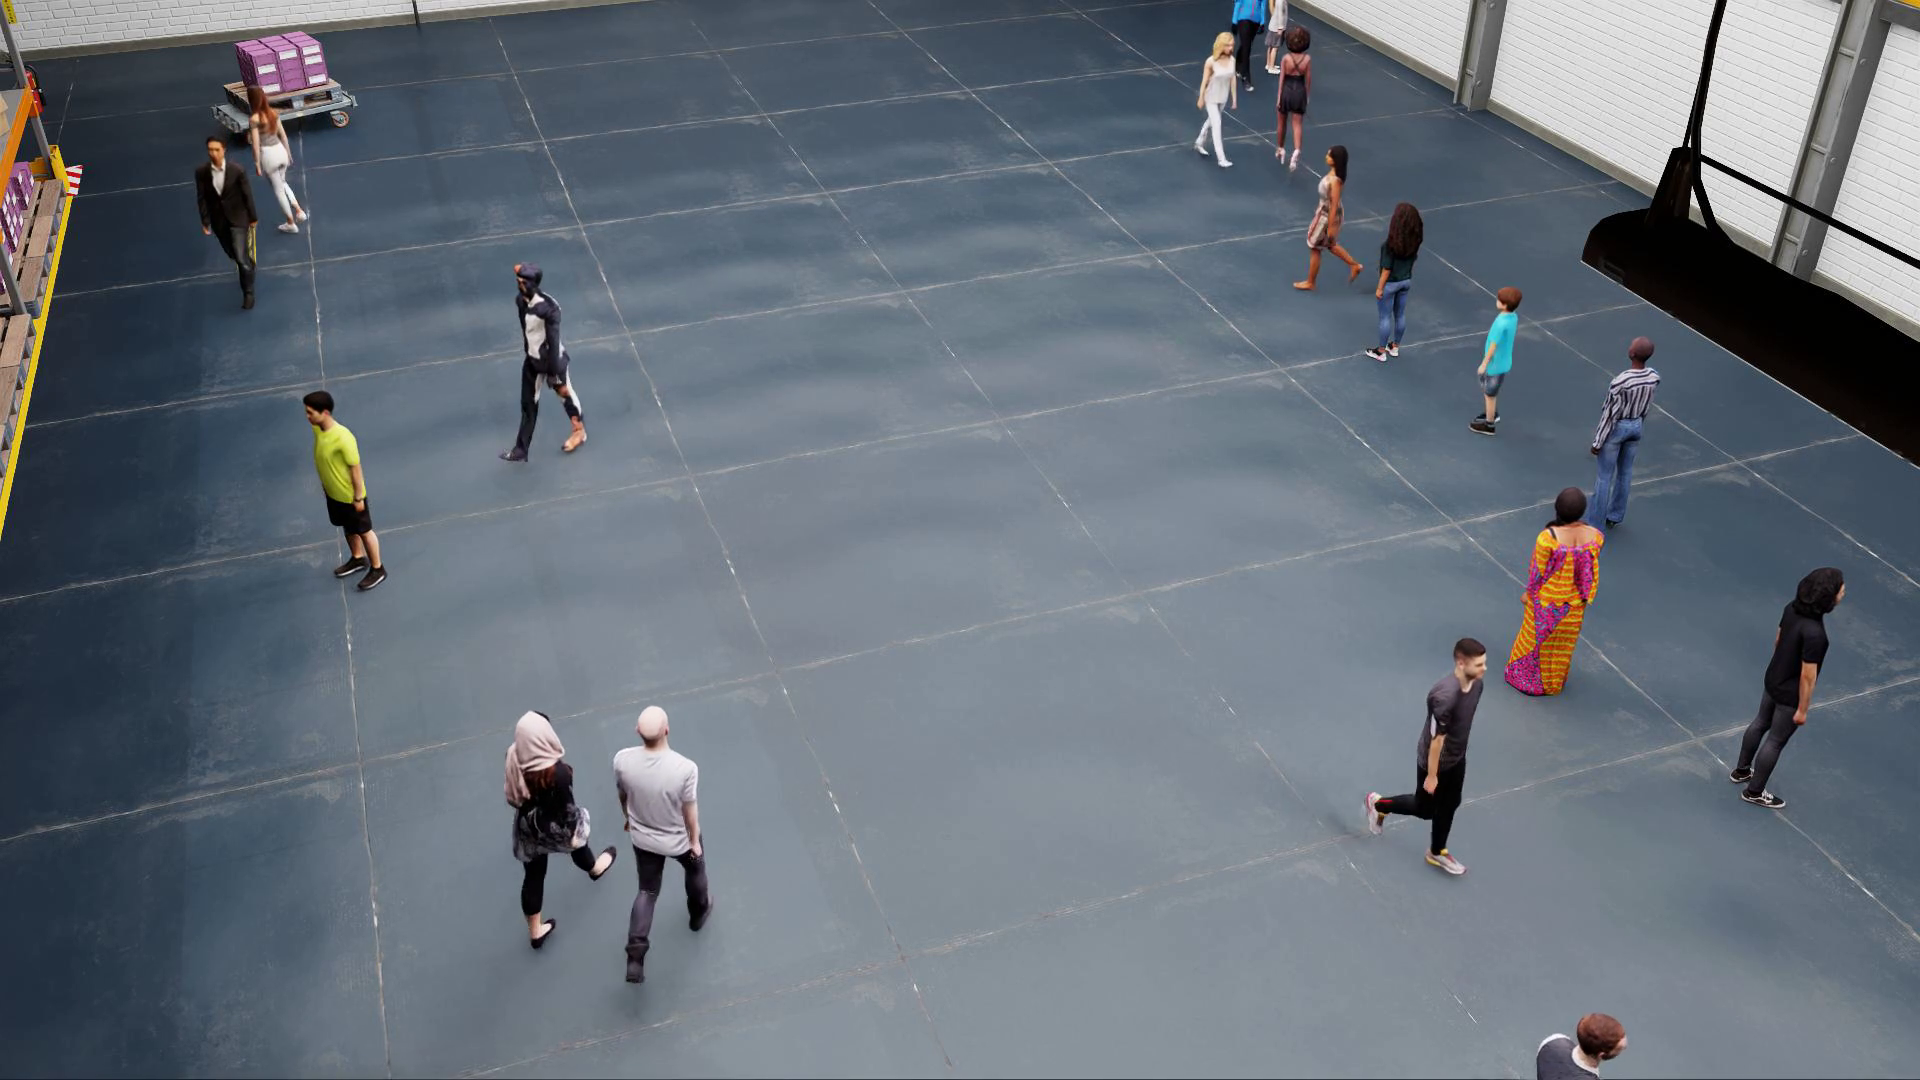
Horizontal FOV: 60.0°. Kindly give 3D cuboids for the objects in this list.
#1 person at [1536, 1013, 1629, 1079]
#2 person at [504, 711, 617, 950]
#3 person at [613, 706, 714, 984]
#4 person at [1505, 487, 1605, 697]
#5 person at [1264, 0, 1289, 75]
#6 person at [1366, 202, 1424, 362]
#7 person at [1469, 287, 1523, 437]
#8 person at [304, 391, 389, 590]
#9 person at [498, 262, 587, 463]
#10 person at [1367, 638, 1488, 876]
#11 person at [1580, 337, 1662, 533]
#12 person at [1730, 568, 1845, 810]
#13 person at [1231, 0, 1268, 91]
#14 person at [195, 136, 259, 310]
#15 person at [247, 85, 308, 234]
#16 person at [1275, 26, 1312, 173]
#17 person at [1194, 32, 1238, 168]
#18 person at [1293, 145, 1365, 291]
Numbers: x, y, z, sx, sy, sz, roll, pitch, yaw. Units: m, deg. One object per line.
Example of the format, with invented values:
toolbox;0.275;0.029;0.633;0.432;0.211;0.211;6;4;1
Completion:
person;2.742;2.919;7.838;0.781;1.922;0.736;-10;35;-14
person;-2.511;1.741;9.908;1.064;1.592;1.157;12;35;18
person;-1.756;1.793;9.643;1.080;1.799;1.281;6;34;9
person;4.270;0.340;11.935;0.708;1.681;0.722;-4;34;-6
person;4.557;-7.385;23.922;0.629;1.277;0.535;-1;34;-1
person;4.271;-2.535;16.318;0.627;1.617;0.625;-16;37;-23
person;4.936;-1.608;15.083;0.665;1.441;0.614;18;37;24
person;-4.835;-0.421;13.056;0.640;1.708;0.759;24;40;31
person;-3.582;-1.596;14.692;1.182;1.854;1.148;23;40;30
person;2.949;1.322;10.396;0.861;1.749;1.047;-26;42;-34
person;5.414;-0.846;13.616;0.632;1.796;0.541;-15;36;-21
person;5.421;0.939;10.895;0.764;1.836;0.607;1;34;2
person;4.017;-7.285;23.337;0.654;1.759;1.166;-10;35;-14
person;-7.651;-3.384;17.455;0.878;1.773;1.196;-2;34;-4
person;-7.731;-4.305;18.891;0.814;1.717;0.752;13;36;19
person;4.104;-5.382;20.470;0.827;1.763;1.127;1;34;1
person;3.181;-5.553;20.852;0.723;1.624;1.120;-17;37;-24
person;3.981;-3.386;17.587;0.998;1.630;1.006;7;34;11
